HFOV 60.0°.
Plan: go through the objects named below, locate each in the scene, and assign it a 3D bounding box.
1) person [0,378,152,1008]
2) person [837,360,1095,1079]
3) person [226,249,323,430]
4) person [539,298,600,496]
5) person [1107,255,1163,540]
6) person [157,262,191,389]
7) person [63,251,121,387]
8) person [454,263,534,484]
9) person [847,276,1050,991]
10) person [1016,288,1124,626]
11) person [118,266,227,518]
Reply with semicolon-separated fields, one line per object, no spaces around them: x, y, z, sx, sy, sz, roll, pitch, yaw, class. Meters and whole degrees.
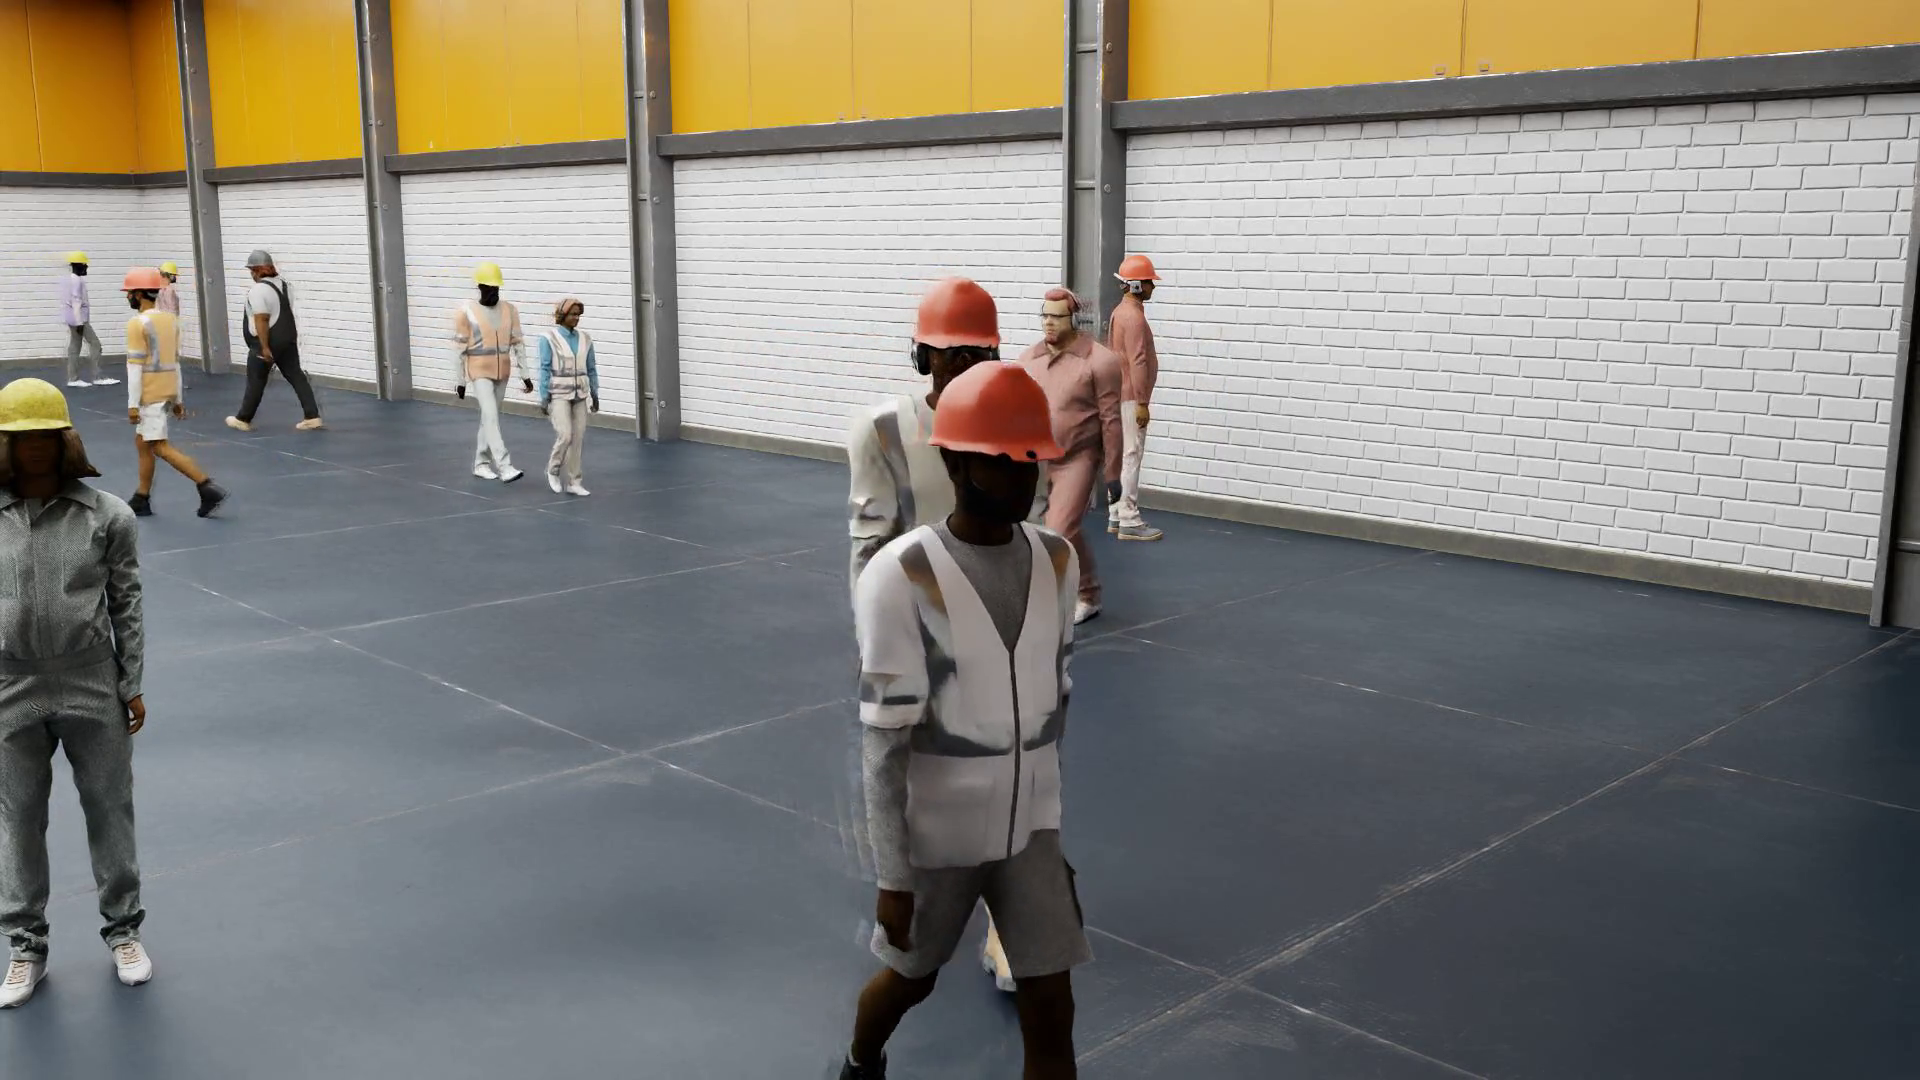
-2.533;0.421;4.655;0.486;1.746;0.289;-5;12;-26;person
0.008;0.563;3.496;0.554;1.896;0.999;-6;12;-31;person
-7.532;-2.208;18.186;1.073;2.000;0.689;3;11;15;person
-3.175;-1.152;13.556;0.363;1.621;0.537;9;14;40;person
1.222;-1.002;11.735;0.377;1.995;0.612;-1;10;-8;person
-10.967;-2.974;23.135;0.327;1.760;0.523;-9;14;-40;person
-12.259;-3.104;23.426;0.777;1.901;0.613;-7;13;-35;person
-3.984;-1.422;14.314;0.946;1.879;0.591;9;14;41;person
-0.007;0.269;4.756;0.611;2.005;0.911;-2;11;-10;person
0.505;-0.398;8.818;0.668;1.851;0.989;8;13;39;person
-6.010;-1.101;12.527;0.905;1.906;0.552;0;10;2;person
